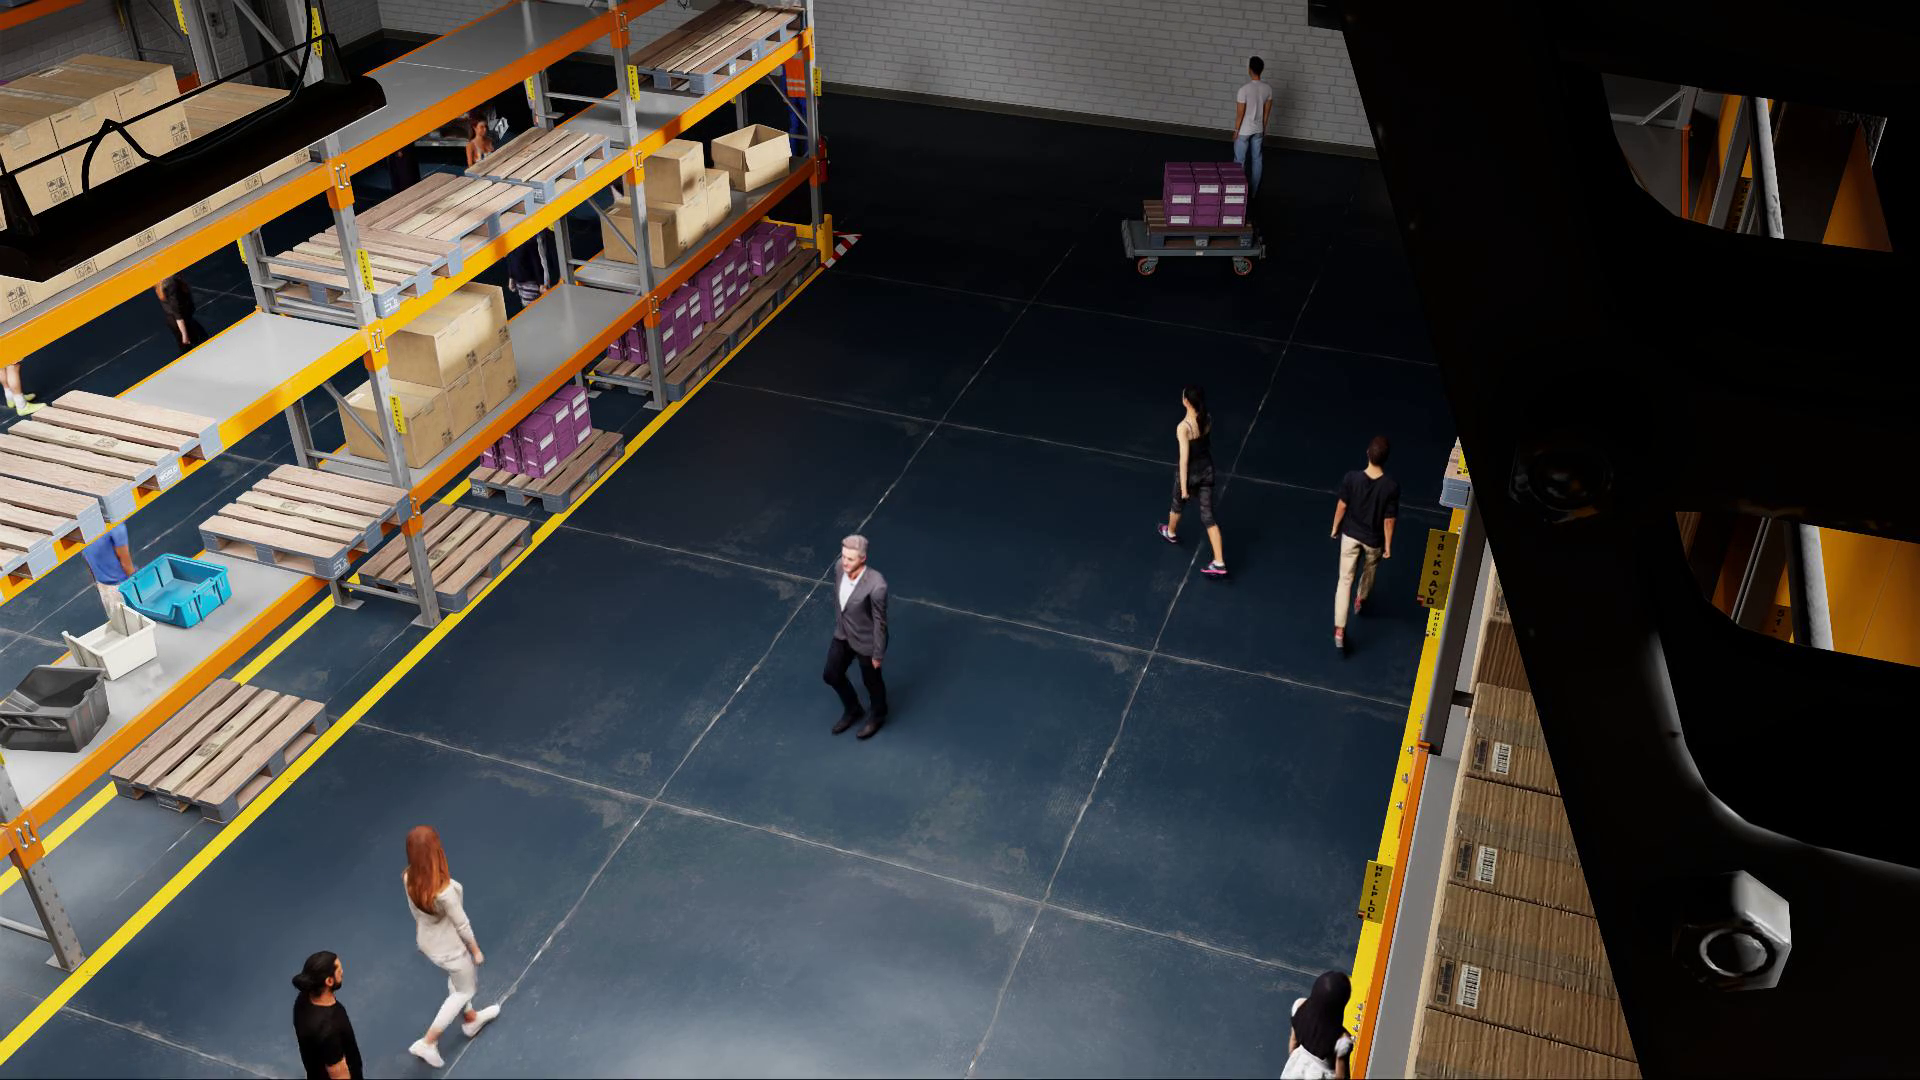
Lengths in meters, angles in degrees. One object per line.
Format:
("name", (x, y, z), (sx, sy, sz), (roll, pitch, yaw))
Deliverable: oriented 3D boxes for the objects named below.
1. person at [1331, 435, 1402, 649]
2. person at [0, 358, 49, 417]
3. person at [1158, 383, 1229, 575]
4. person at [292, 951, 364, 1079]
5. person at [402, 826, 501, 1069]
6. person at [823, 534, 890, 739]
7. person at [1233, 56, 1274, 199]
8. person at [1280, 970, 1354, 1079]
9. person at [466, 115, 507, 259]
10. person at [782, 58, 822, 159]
("person", (3.237, 0.040, 13.422), (0.679, 1.816, 1.149), (10, 35, 15))
("person", (-9.655, -2.136, 16.679), (0.691, 1.835, 0.711), (-29, 43, -36))
("person", (2.083, -0.472, 14.332), (1.146, 1.661, 1.114), (-22, 39, -29))
("person", (-3.449, 3.007, 9.041), (1.043, 1.723, 0.967), (-15, 37, -22))
("person", (-3.128, 2.457, 9.904), (0.774, 1.685, 0.965), (23, 40, 31))
("person", (-0.695, 0.686, 12.444), (0.858, 1.823, 0.836), (28, 42, 35))
("person", (3.740, -5.297, 21.407), (0.750, 1.865, 0.803), (-13, 36, -19))
("person", (1.913, 2.994, 9.021), (0.812, 1.769, 0.781), (-22, 40, -30))
("person", (-5.705, -4.236, 19.889), (0.730, 1.779, 0.636), (23, 40, 30))
("person", (-2.144, -5.968, 22.418), (0.691, 1.863, 0.715), (10, 35, 14))
